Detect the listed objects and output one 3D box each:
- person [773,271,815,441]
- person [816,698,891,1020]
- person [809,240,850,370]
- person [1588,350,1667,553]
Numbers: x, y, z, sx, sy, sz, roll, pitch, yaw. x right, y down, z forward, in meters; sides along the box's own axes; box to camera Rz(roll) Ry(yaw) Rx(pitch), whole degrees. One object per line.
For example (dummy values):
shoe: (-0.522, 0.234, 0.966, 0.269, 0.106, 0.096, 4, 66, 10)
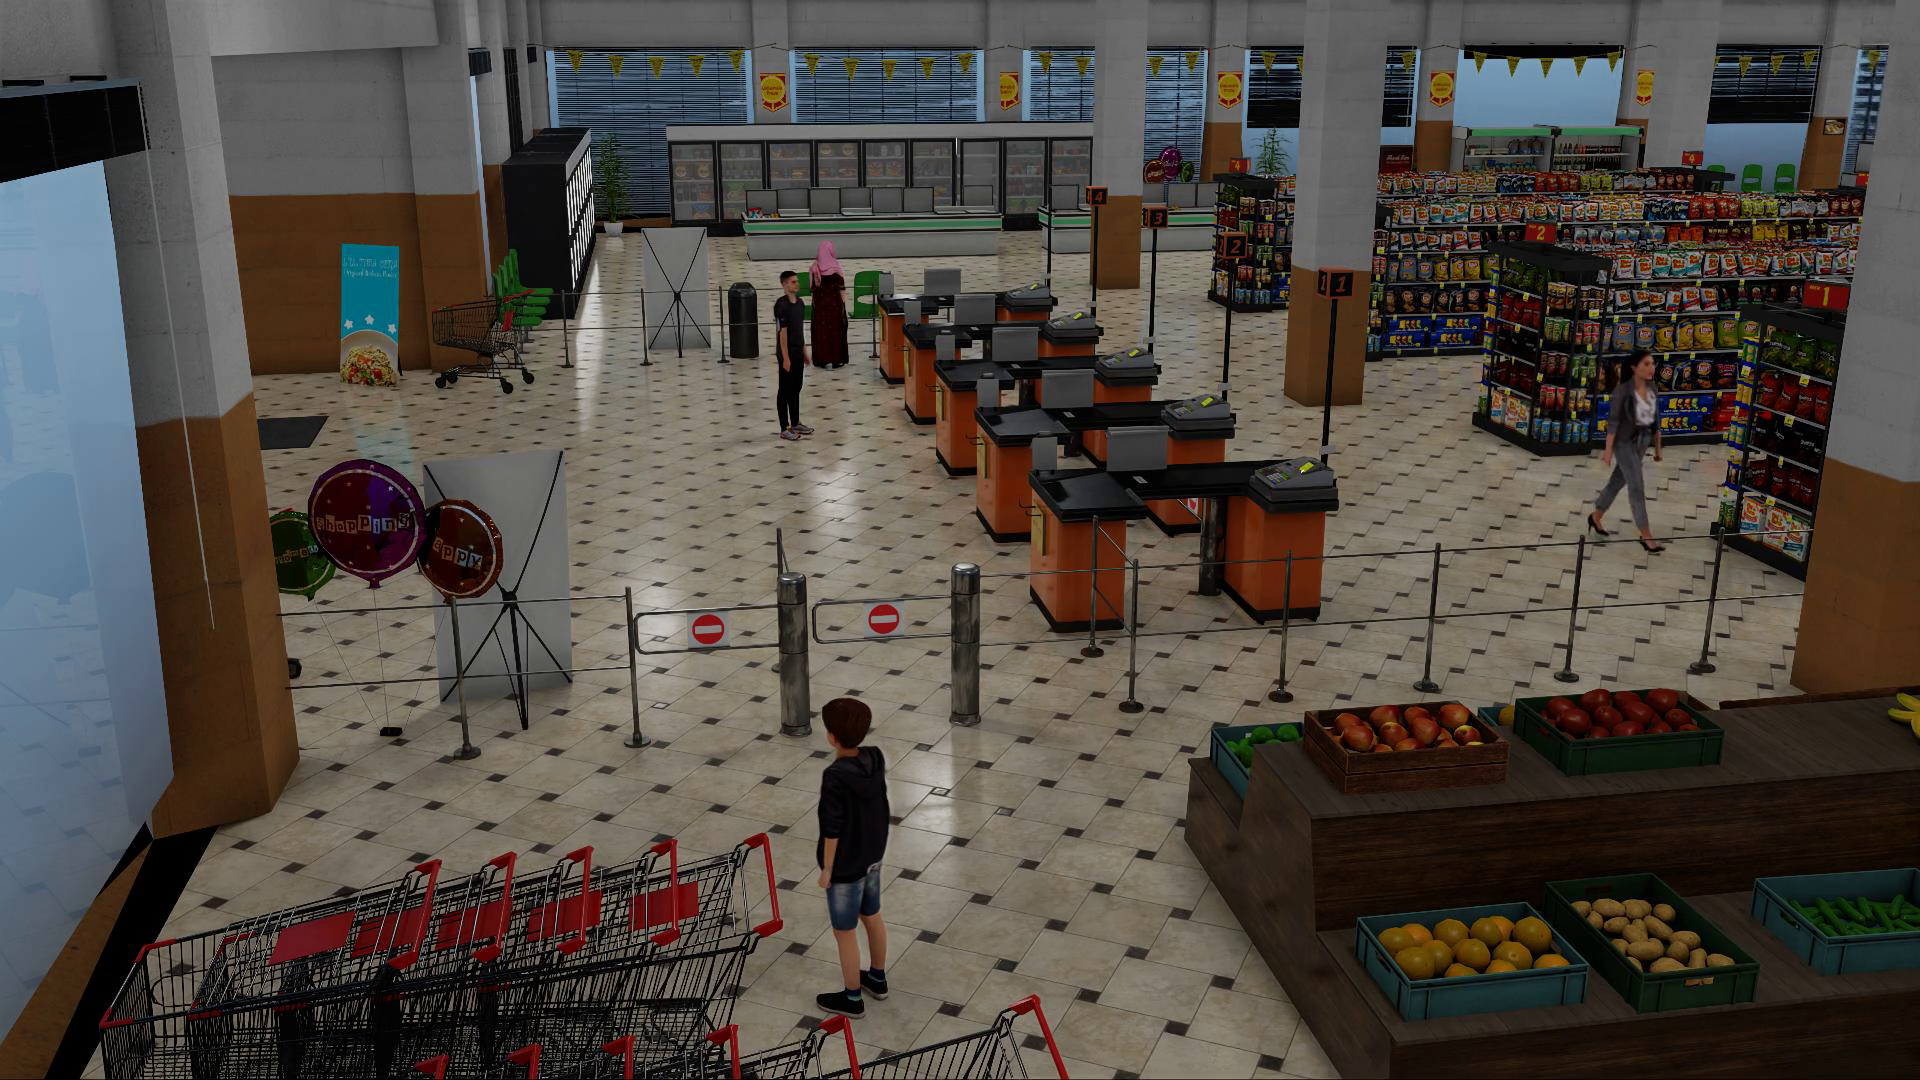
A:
person: (-1.789, -1.967, 17.608, 0.732, 1.764, 0.715, 7, 18, 23)
person: (-0.470, 1.362, 7.193, 0.672, 1.446, 0.609, 12, 20, 34)
person: (-1.690, -3.021, 21.299, 0.683, 1.637, 0.810, 4, 17, 13)
person: (5.506, -0.741, 13.815, 1.104, 1.621, 0.901, -8, 19, -25)
